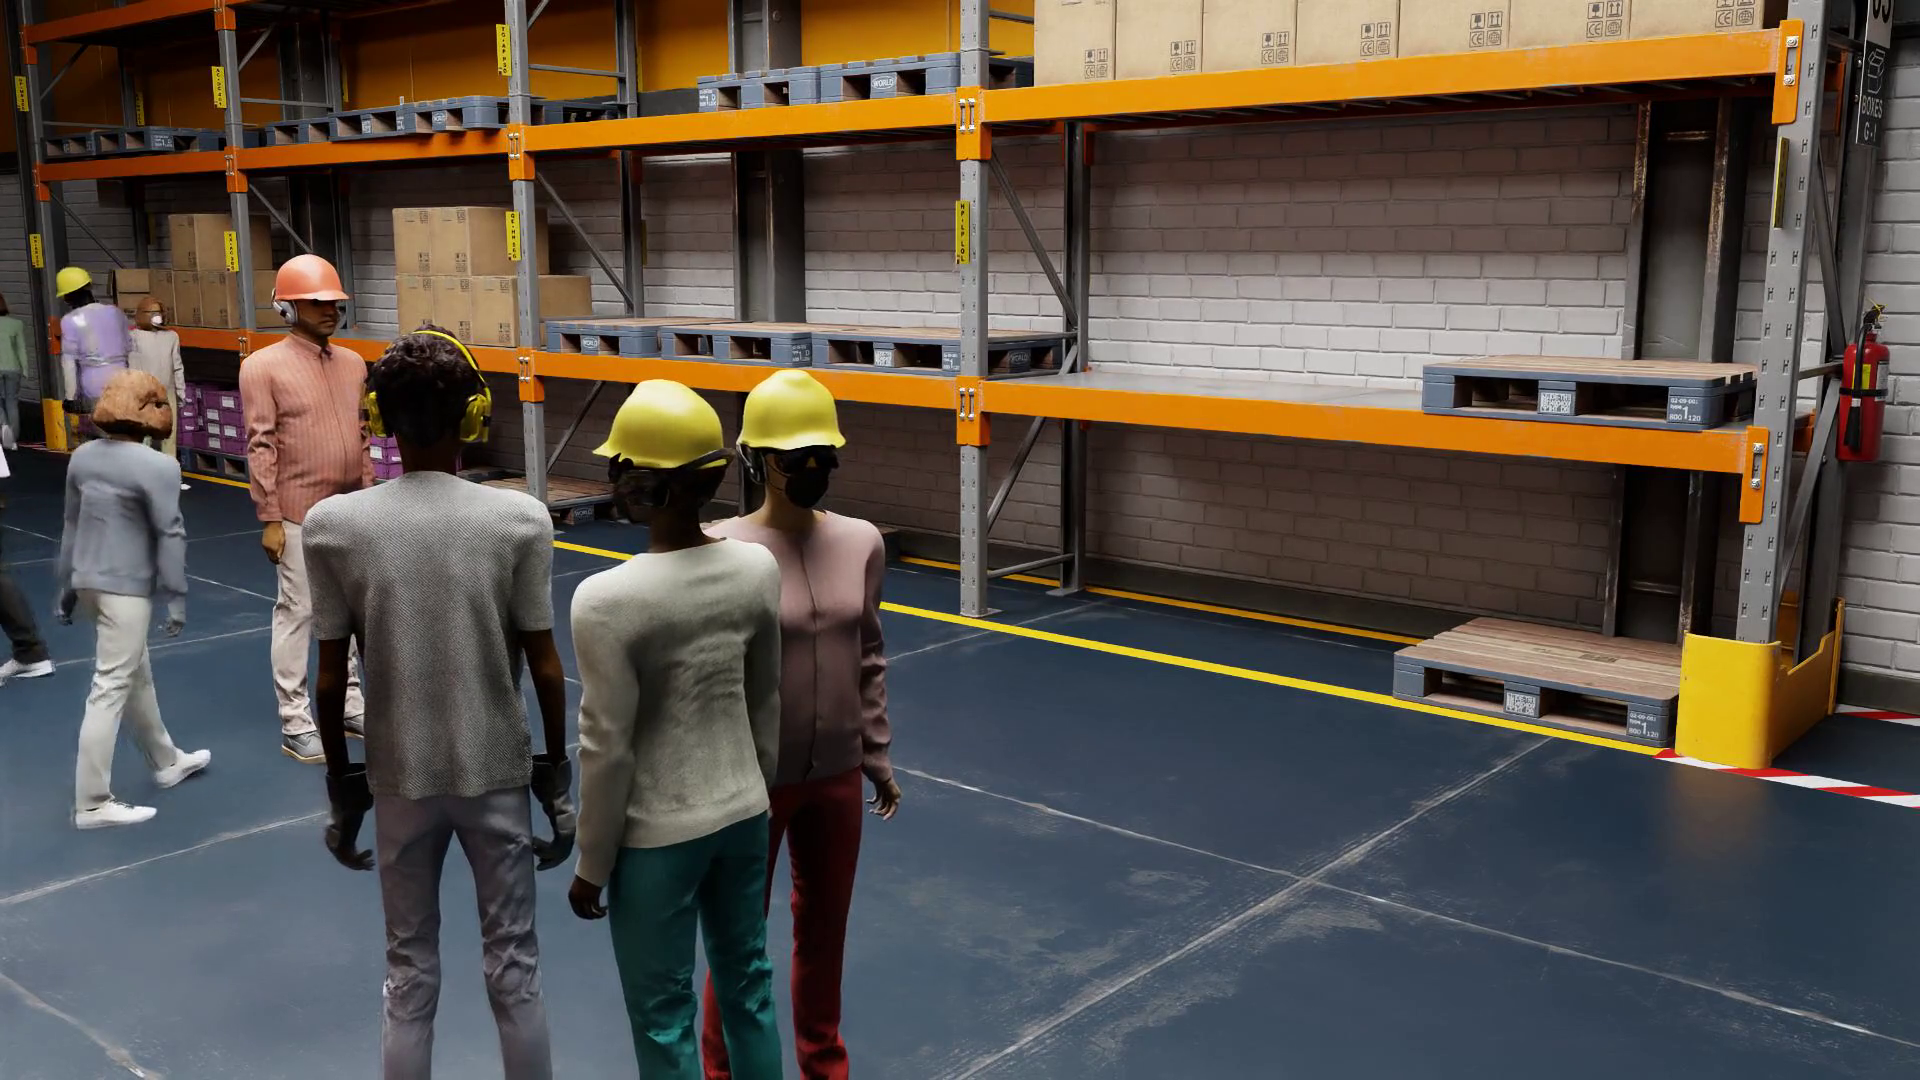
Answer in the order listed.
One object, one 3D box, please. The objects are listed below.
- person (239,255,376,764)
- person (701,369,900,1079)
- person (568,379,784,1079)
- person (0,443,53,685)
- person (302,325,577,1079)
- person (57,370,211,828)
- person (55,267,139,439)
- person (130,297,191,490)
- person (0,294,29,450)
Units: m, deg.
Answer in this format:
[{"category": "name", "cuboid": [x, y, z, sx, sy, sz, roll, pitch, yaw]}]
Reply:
[{"category": "person", "cuboid": [-2.554, -0.127, 6.635, 0.376, 1.995, 0.609, 4, 11, 24]}, {"category": "person", "cuboid": [-0.362, 0.513, 3.642, 0.524, 1.769, 0.314, -8, 13, -37]}, {"category": "person", "cuboid": [-0.561, 0.566, 3.330, 0.301, 1.772, 0.531, 7, 12, 36]}, {"category": "person", "cuboid": [-4.561, -0.242, 7.628, 0.540, 1.890, 0.598, 0, 10, 1]}, {"category": "person", "cuboid": [-1.038, 0.504, 3.401, 0.509, 1.872, 0.329, -1, 10, -8]}, {"category": "person", "cuboid": [-2.965, 0.190, 5.994, 0.530, 1.584, 0.711, 5, 11, 26]}, {"category": "person", "cuboid": [-6.749, -1.195, 13.064, 0.457, 1.878, 0.642, 3, 11, 19]}, {"category": "person", "cuboid": [-6.657, -1.196, 13.781, 0.282, 1.626, 0.502, 6, 12, 32]}, {"category": "person", "cuboid": [-9.497, -1.662, 16.493, 0.500, 1.613, 0.614, -8, 13, -39]}]
